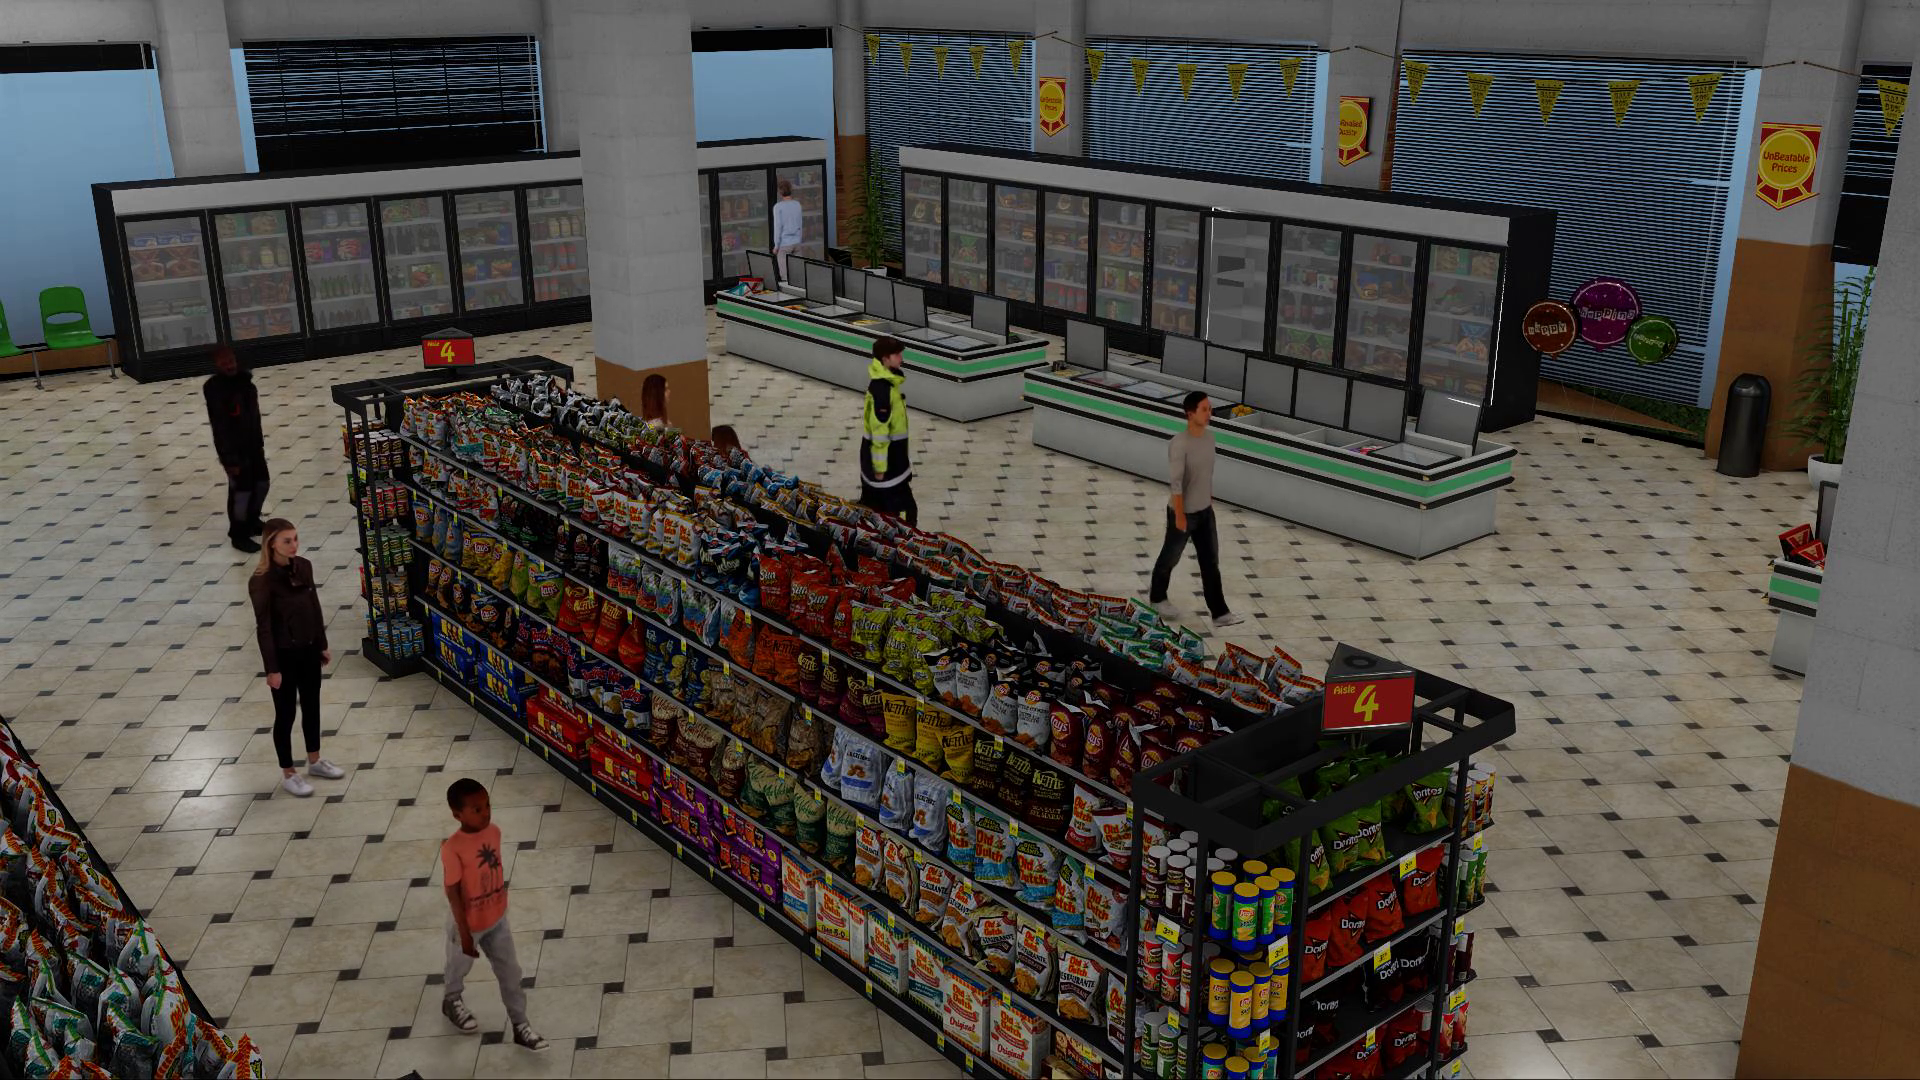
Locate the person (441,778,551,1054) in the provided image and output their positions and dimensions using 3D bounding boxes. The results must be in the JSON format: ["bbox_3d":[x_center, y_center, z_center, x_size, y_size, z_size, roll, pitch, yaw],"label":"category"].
[{"bbox_3d":[-2.226,1.679,7.497,0.912,1.281,0.555,16,24,39],"label":"person"}]

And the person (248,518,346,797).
[{"bbox_3d":[-3.947,0.671,9.828,0.657,1.702,0.670,7,20,21],"label":"person"}]

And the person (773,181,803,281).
[{"bbox_3d":[-2.479,-4.275,24.205,0.654,1.888,0.563,-14,23,-36],"label":"person"}]

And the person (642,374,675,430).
[{"bbox_3d":[-2.442,-0.455,13.135,0.800,1.723,0.730,-1,19,-3],"label":"person"}]

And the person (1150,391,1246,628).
[{"bbox_3d":[1.631,-0.222,12.375,0.698,1.766,1.091,-16,24,-39],"label":"person"}]

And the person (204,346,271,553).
[{"bbox_3d":[-6.116,-0.784,14.016,0.983,1.783,0.950,-2,19,-5],"label":"person"}]
